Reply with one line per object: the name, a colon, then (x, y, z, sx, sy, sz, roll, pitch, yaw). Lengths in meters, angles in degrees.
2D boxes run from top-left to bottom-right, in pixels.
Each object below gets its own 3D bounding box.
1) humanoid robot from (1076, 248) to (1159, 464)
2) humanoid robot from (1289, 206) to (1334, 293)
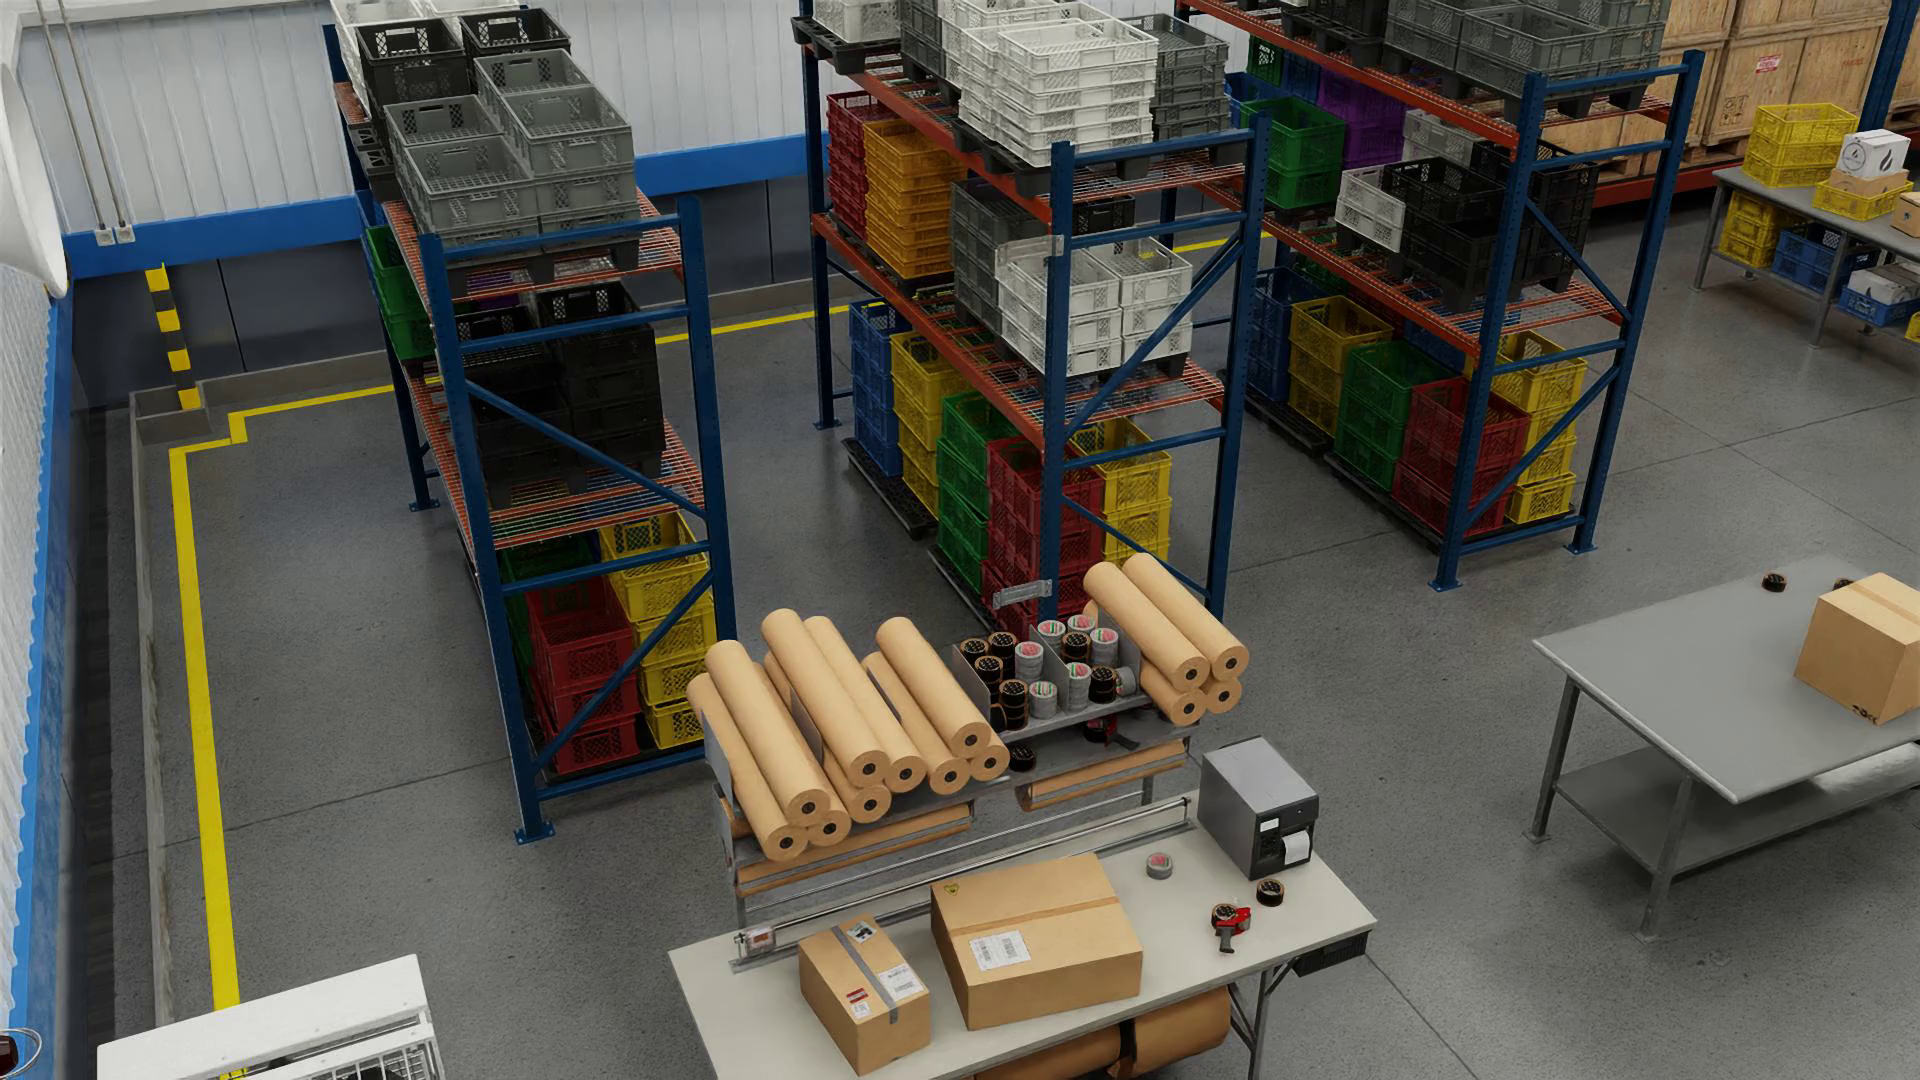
humanoid robot: (0.996, -0.977, 10.263, 0.563, 1.643, 0.701, -9, 33, -15)
humanoid robot: (2.776, -2.775, 13.121, 0.586, 1.657, 0.330, -1, 32, -2)
